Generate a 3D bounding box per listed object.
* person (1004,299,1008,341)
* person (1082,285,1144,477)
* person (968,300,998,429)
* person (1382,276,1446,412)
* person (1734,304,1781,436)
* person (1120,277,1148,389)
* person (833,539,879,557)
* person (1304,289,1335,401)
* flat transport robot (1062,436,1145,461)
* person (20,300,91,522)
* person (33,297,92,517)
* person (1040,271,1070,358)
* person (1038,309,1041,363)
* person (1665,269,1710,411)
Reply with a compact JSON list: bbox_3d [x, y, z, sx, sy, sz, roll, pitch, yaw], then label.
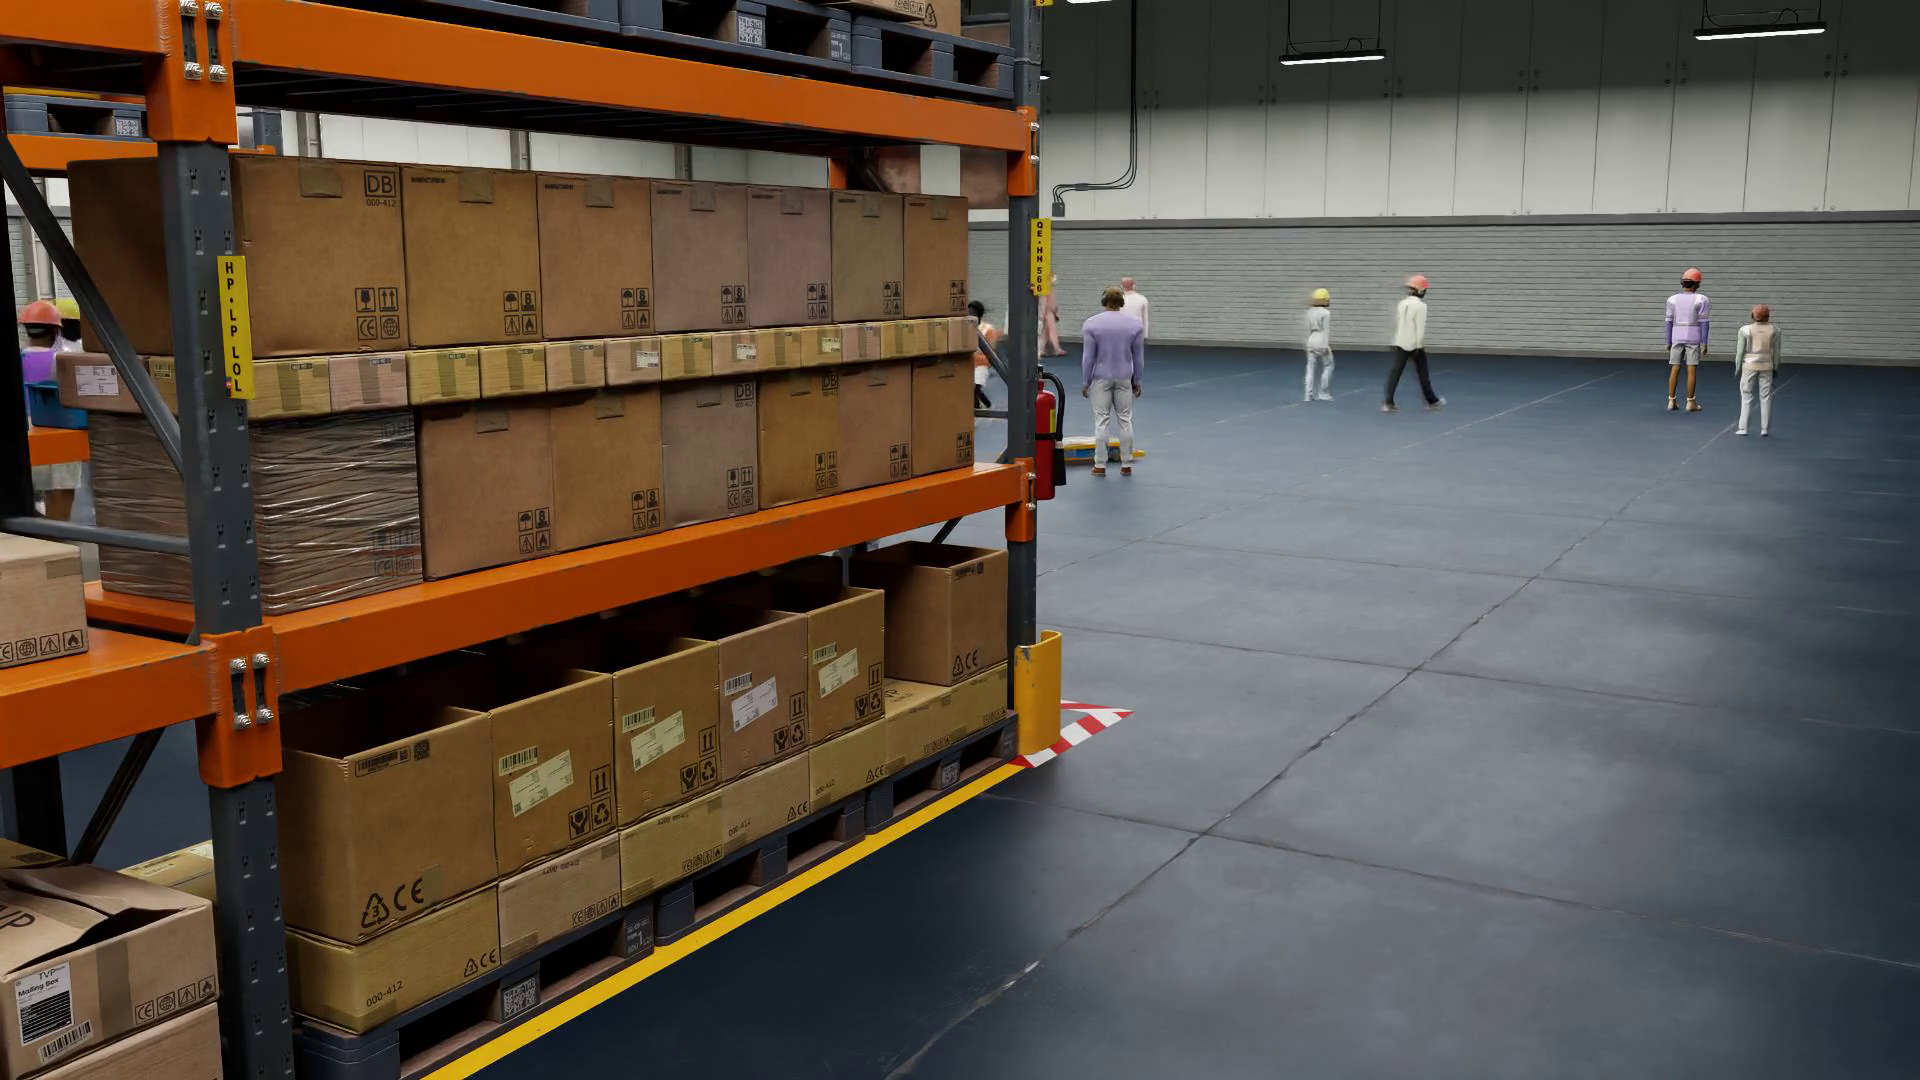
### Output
[{"bbox_3d":[1.030,-3.654,29.031,0.615,1.867,0.523,-6,11,-31],"label":"person"},{"bbox_3d":[1.542,-1.602,16.816,0.636,1.938,0.355,-1,10,-7],"label":"person"},{"bbox_3d":[0.262,-2.283,21.614,0.531,1.668,0.760,8,12,39],"label":"person"},{"bbox_3d":[6.513,-2.804,23.849,1.030,1.939,0.625,-5,11,-25],"label":"person"},{"bbox_3d":[9.879,-2.100,20.616,0.523,1.636,0.310,2,10,10],"label":"person"},{"bbox_3d":[2.764,-3.376,27.343,0.670,1.889,0.586,1,10,5],"label":"person"},{"bbox_3d":[-0.759,-0.602,11.934,0.507,1.643,0.428,3,10,18],"label":"person"},{"bbox_3d":[5.563,-2.992,25.567,0.566,1.723,0.511,-5,11,-27],"label":"person"},{"bbox_3d":[1.249,-0.983,18.071,1.431,0.197,0.652,-6,11,-31],"label":"flat transport robot"},{"bbox_3d":[-6.246,-0.678,11.450,0.566,1.926,0.544,0,10,0],"label":"person"},{"bbox_3d":[-7.562,-1.111,14.111,0.947,1.890,0.602,-3,10,-17],"label":"person"},{"bbox_3d":[2.084,-4.956,36.613,0.798,1.876,0.676,3,10,16],"label":"person"},{"bbox_3d":[1.366,-4.610,34.496,0.738,1.910,0.656,2,10,12],"label":"person"},{"bbox_3d":[10.470,-2.872,23.947,0.607,2.044,0.379,9,13,44],"label":"person"}]
